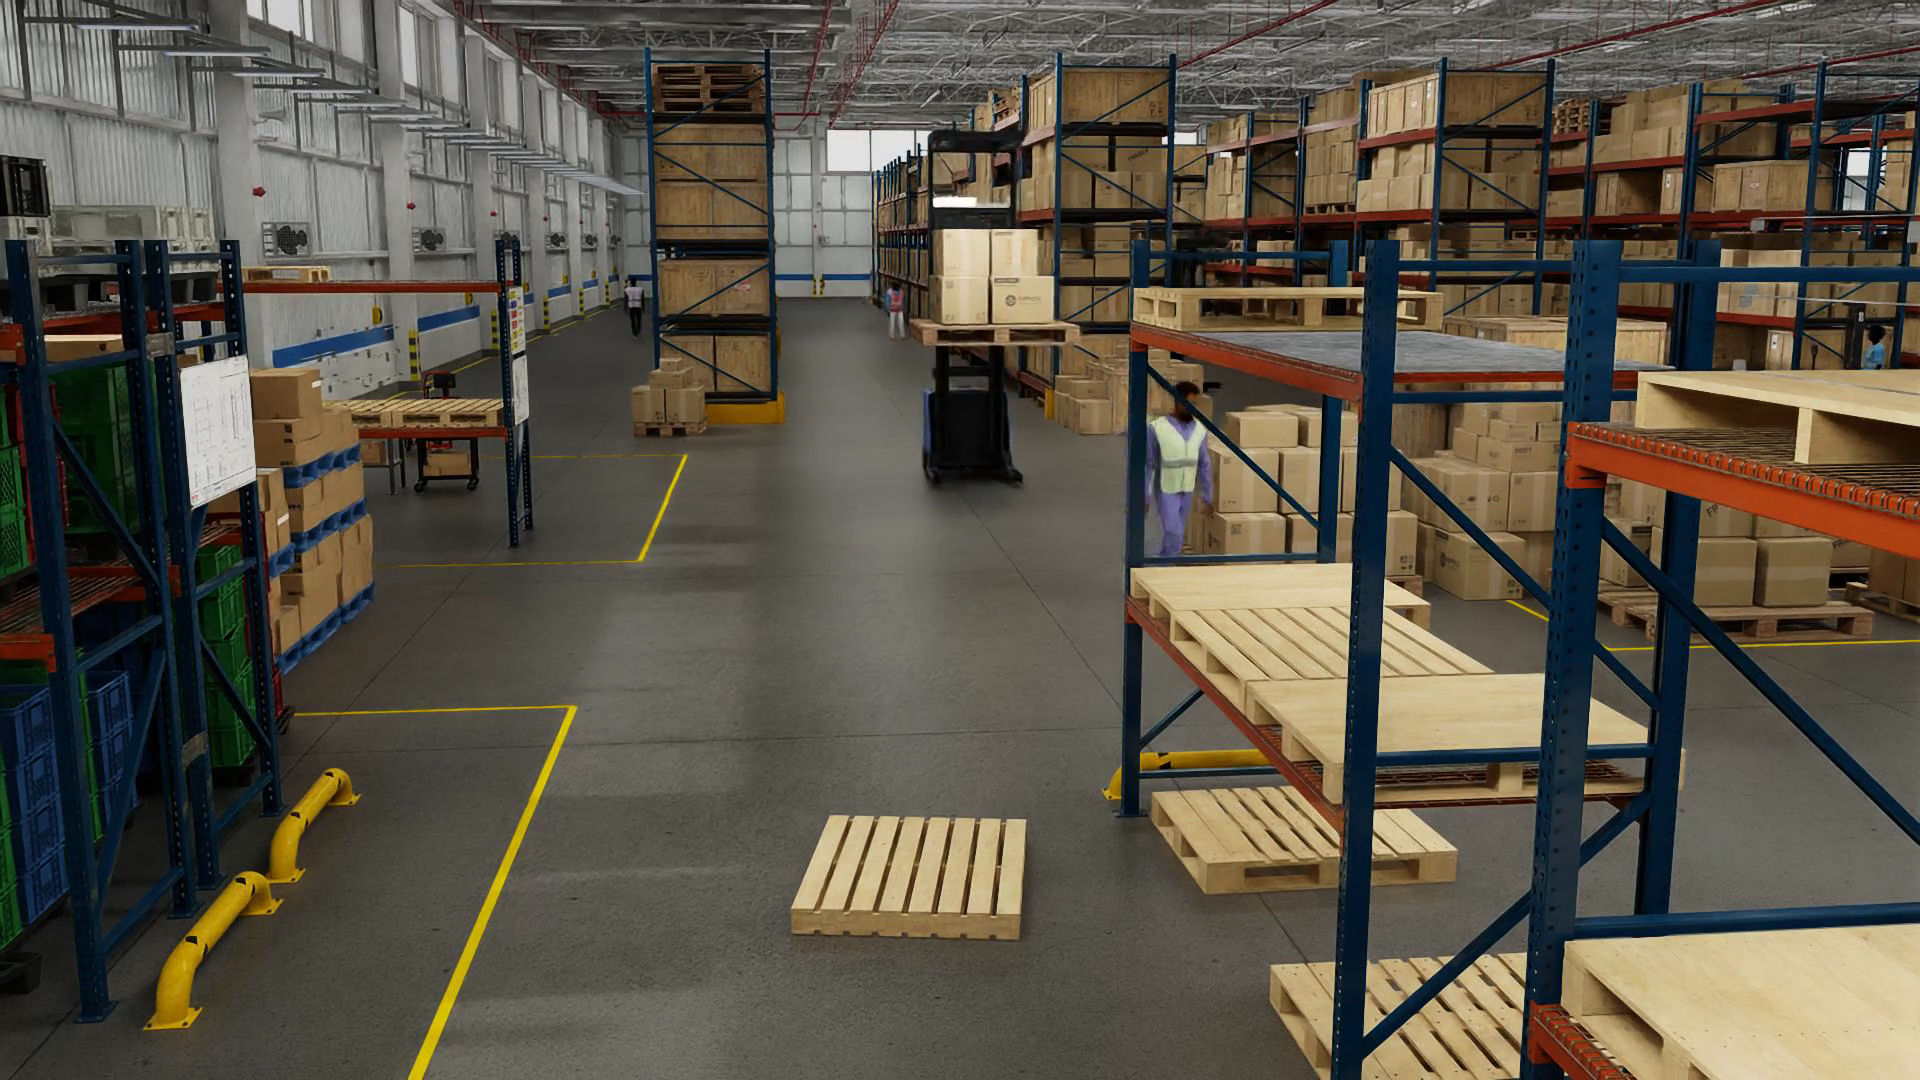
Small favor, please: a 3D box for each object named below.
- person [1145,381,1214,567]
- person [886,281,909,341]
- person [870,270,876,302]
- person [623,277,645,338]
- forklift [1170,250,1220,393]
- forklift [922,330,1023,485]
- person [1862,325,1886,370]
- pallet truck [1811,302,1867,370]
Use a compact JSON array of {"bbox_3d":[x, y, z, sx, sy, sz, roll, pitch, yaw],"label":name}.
[{"bbox_3d":[1.811,-0.346,13.622,0.624,1.884,0.736,-7,13,-35],"label":"person"},{"bbox_3d":[-1.880,-6.859,49.924,0.655,1.799,0.917,-5,12,-27],"label":"person"},{"bbox_3d":[-4.017,-11.930,78.509,0.371,1.623,0.528,-2,10,-12],"label":"person"},{"bbox_3d":[-10.145,-7.227,51.715,0.633,1.885,0.845,-3,11,-17],"label":"person"},{"bbox_3d":[4.201,-4.408,33.358,1.873,2.768,1.129,4,11,23],"label":"forklift"},{"bbox_3d":[0.113,-2.206,21.158,1.129,2.768,1.873,-1,10,-6],"label":"forklift"},{"bbox_3d":[14.530,-2.577,26.487,0.318,1.700,0.535,3,11,15],"label":"person"},{"bbox_3d":[15.846,-3.142,28.793,1.885,1.965,0.823,2,10,12],"label":"pallet truck"}]
